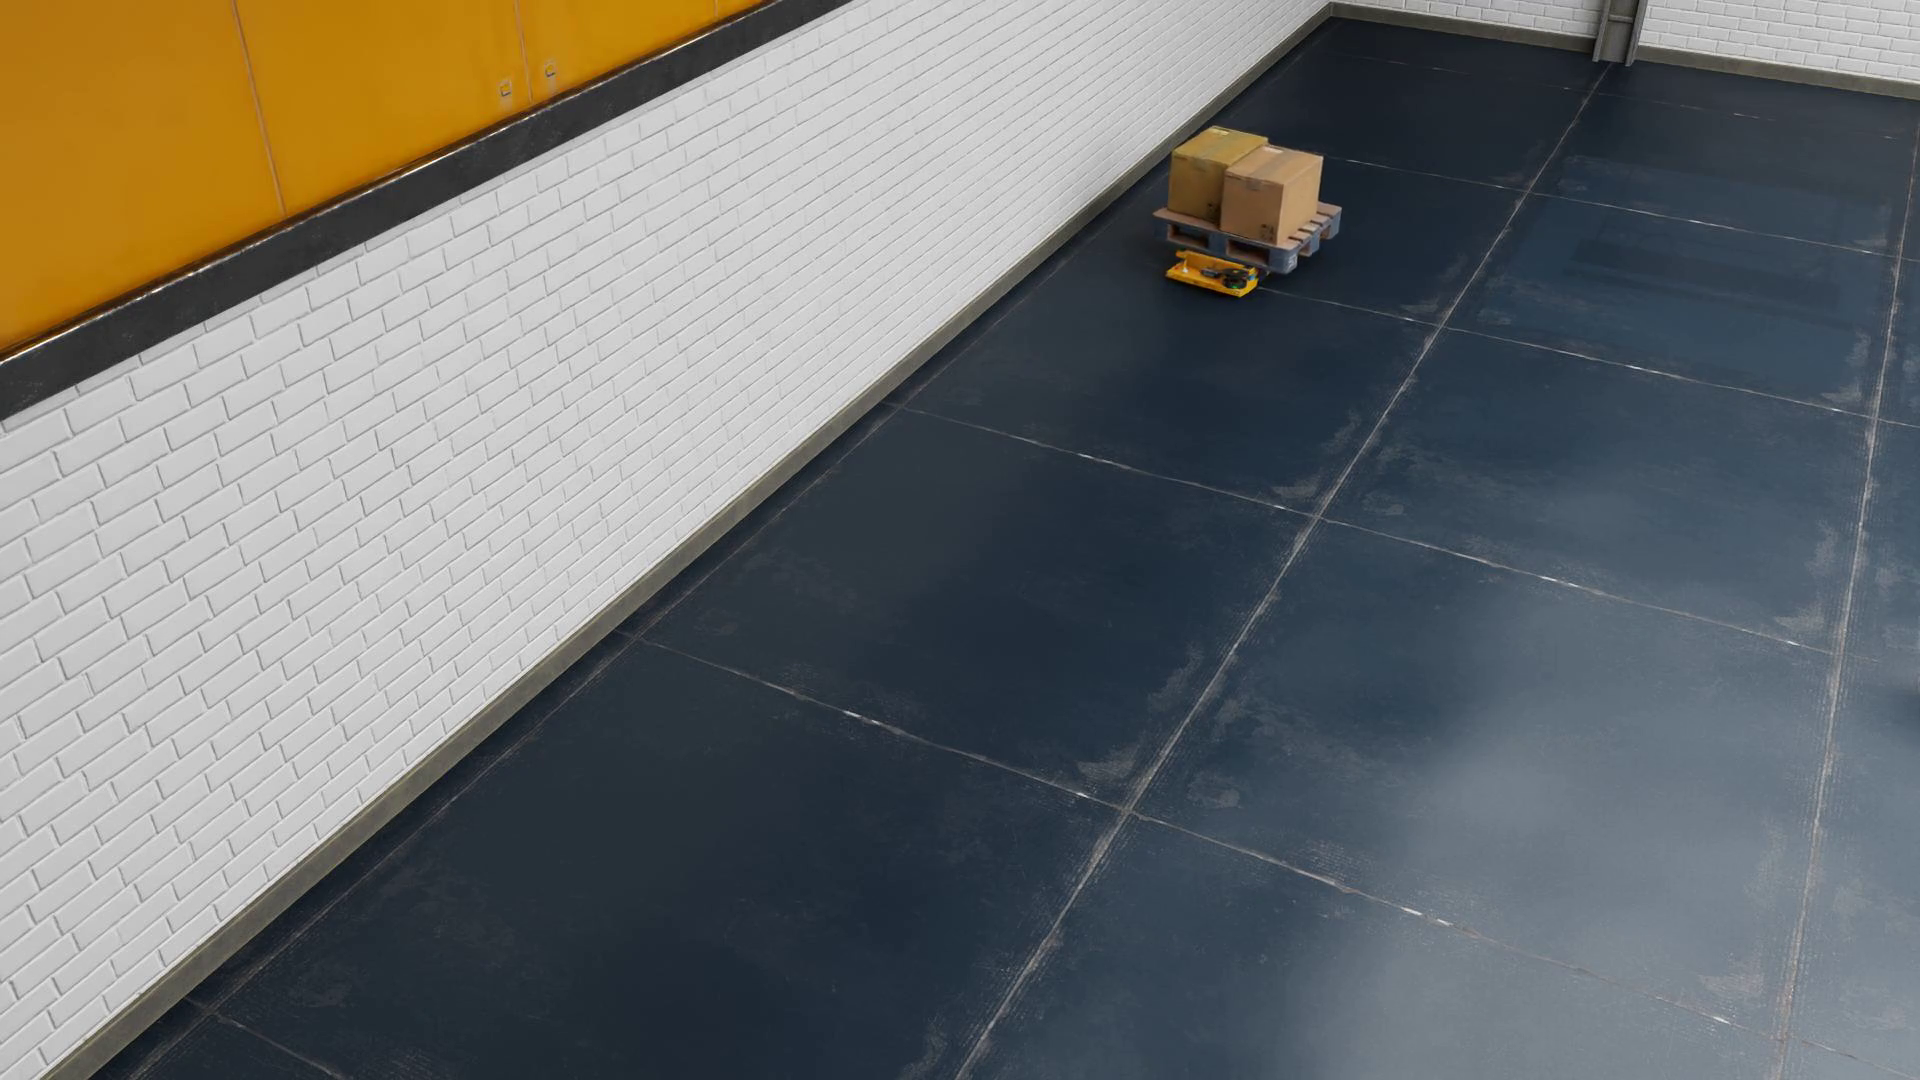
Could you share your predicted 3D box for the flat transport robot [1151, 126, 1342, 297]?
[{"bbox_3d":[2.308,-2.368,13.500,0.659,0.231,1.431,21,39,28],"label":"flat transport robot"}]
